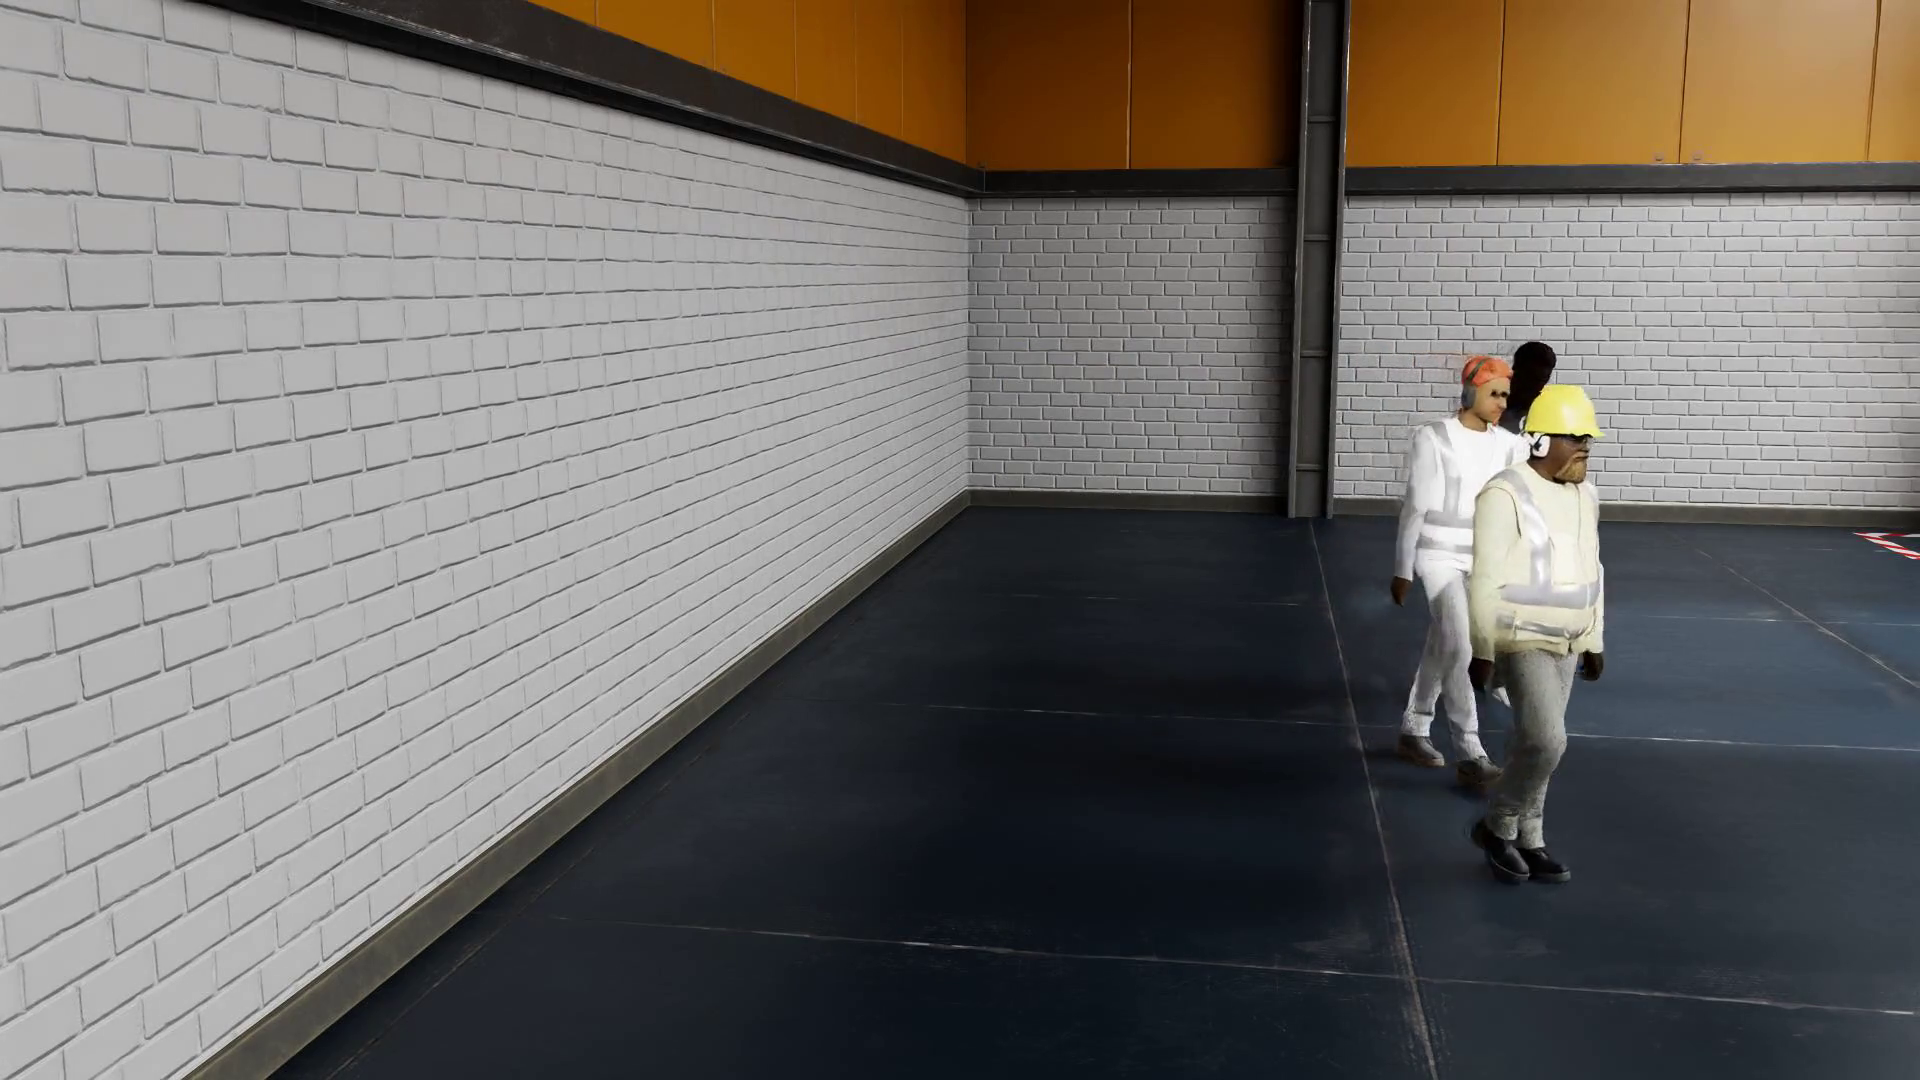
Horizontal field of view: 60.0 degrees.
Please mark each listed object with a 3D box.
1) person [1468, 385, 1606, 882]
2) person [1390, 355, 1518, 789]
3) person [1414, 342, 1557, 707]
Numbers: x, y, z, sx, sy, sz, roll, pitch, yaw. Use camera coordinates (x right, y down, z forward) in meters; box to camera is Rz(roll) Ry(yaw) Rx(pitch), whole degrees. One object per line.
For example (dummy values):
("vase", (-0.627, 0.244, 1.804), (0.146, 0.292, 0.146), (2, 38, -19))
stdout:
("person", (2.097, 0.351, 5.987), (0.623, 1.817, 0.434), (-7, 11, -36))
("person", (2.242, 0.138, 7.213), (0.596, 1.848, 0.901), (-5, 10, -28))
("person", (2.747, -0.079, 8.501), (0.733, 1.873, 0.440), (6, 11, 31))
